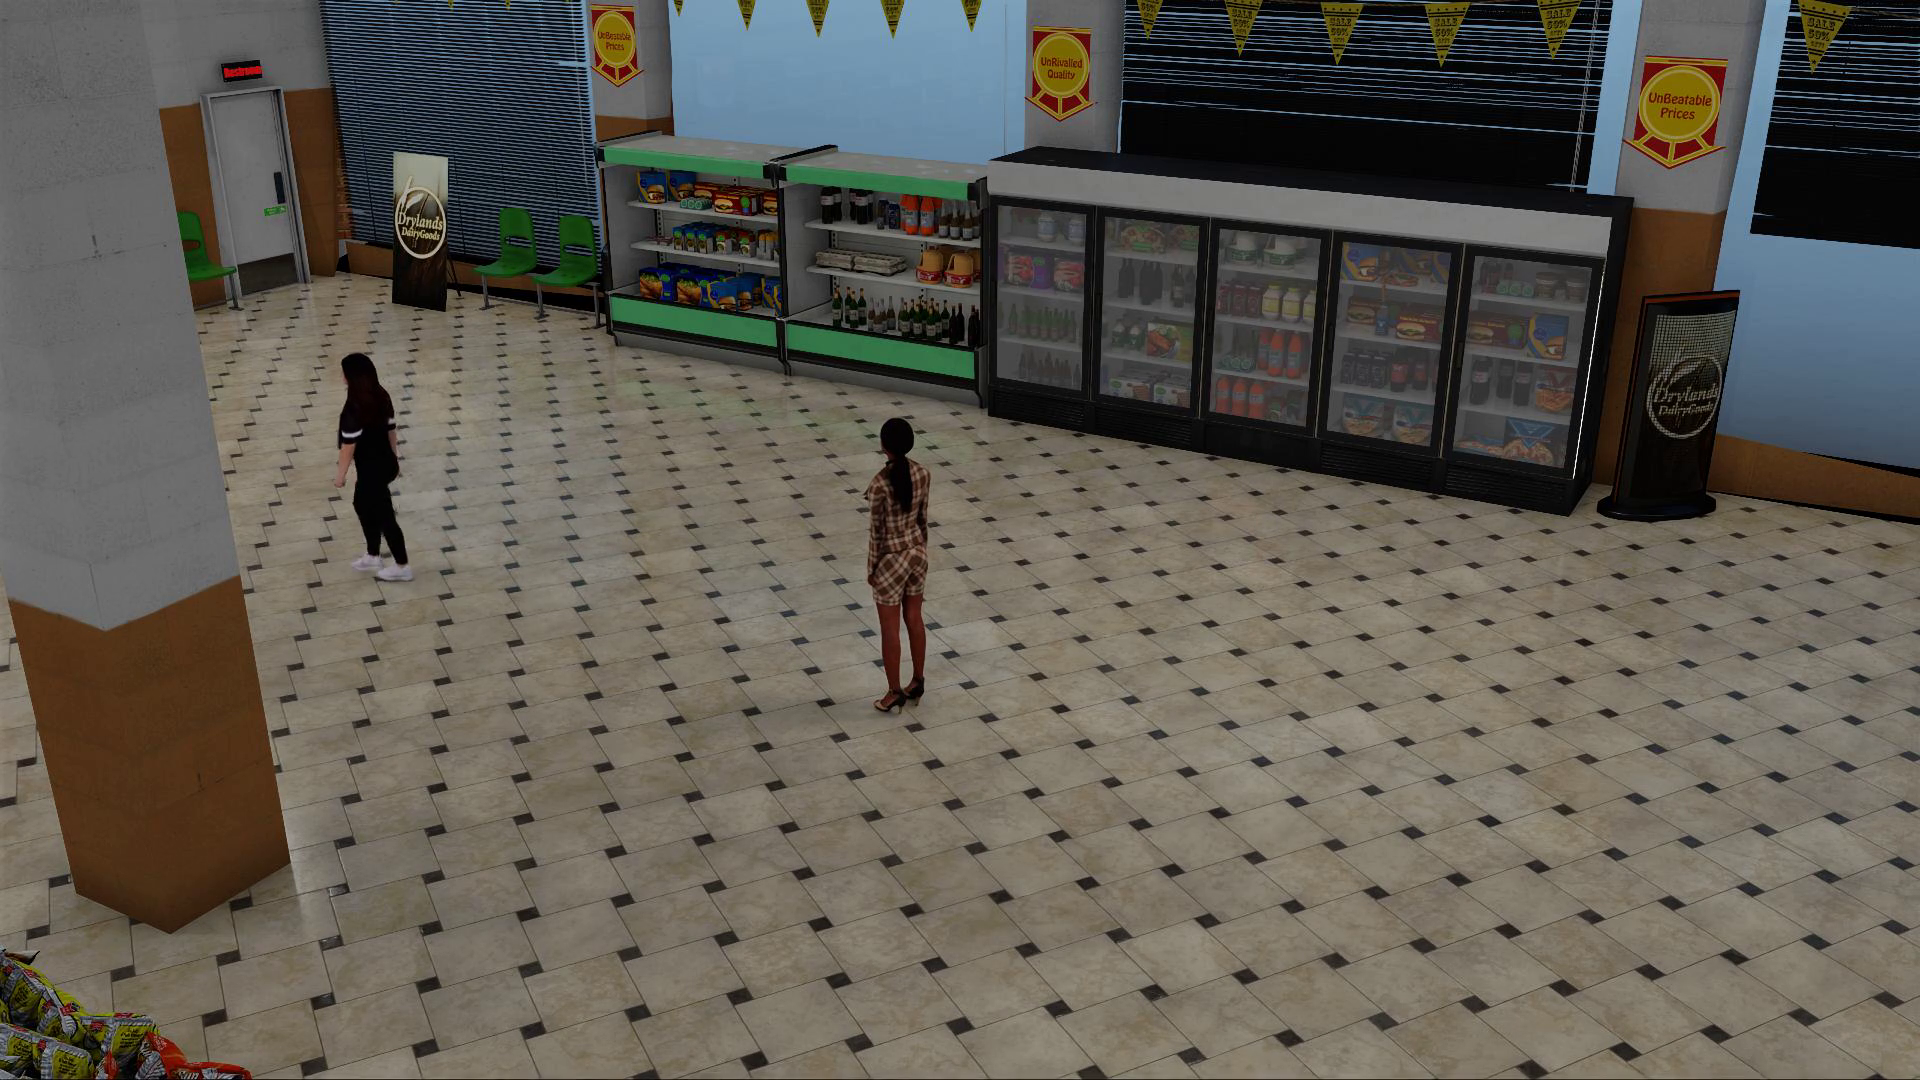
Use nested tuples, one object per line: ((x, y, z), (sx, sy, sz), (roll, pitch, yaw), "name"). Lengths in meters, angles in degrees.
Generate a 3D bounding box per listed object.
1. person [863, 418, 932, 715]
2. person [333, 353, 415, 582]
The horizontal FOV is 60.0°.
((-0.346, 0.155, 9.518), (0.652, 1.795, 0.651), (-18, 28, -38), "person")
((-3.905, -0.466, 11.288), (0.807, 1.627, 0.729), (3, 22, 9), "person")
